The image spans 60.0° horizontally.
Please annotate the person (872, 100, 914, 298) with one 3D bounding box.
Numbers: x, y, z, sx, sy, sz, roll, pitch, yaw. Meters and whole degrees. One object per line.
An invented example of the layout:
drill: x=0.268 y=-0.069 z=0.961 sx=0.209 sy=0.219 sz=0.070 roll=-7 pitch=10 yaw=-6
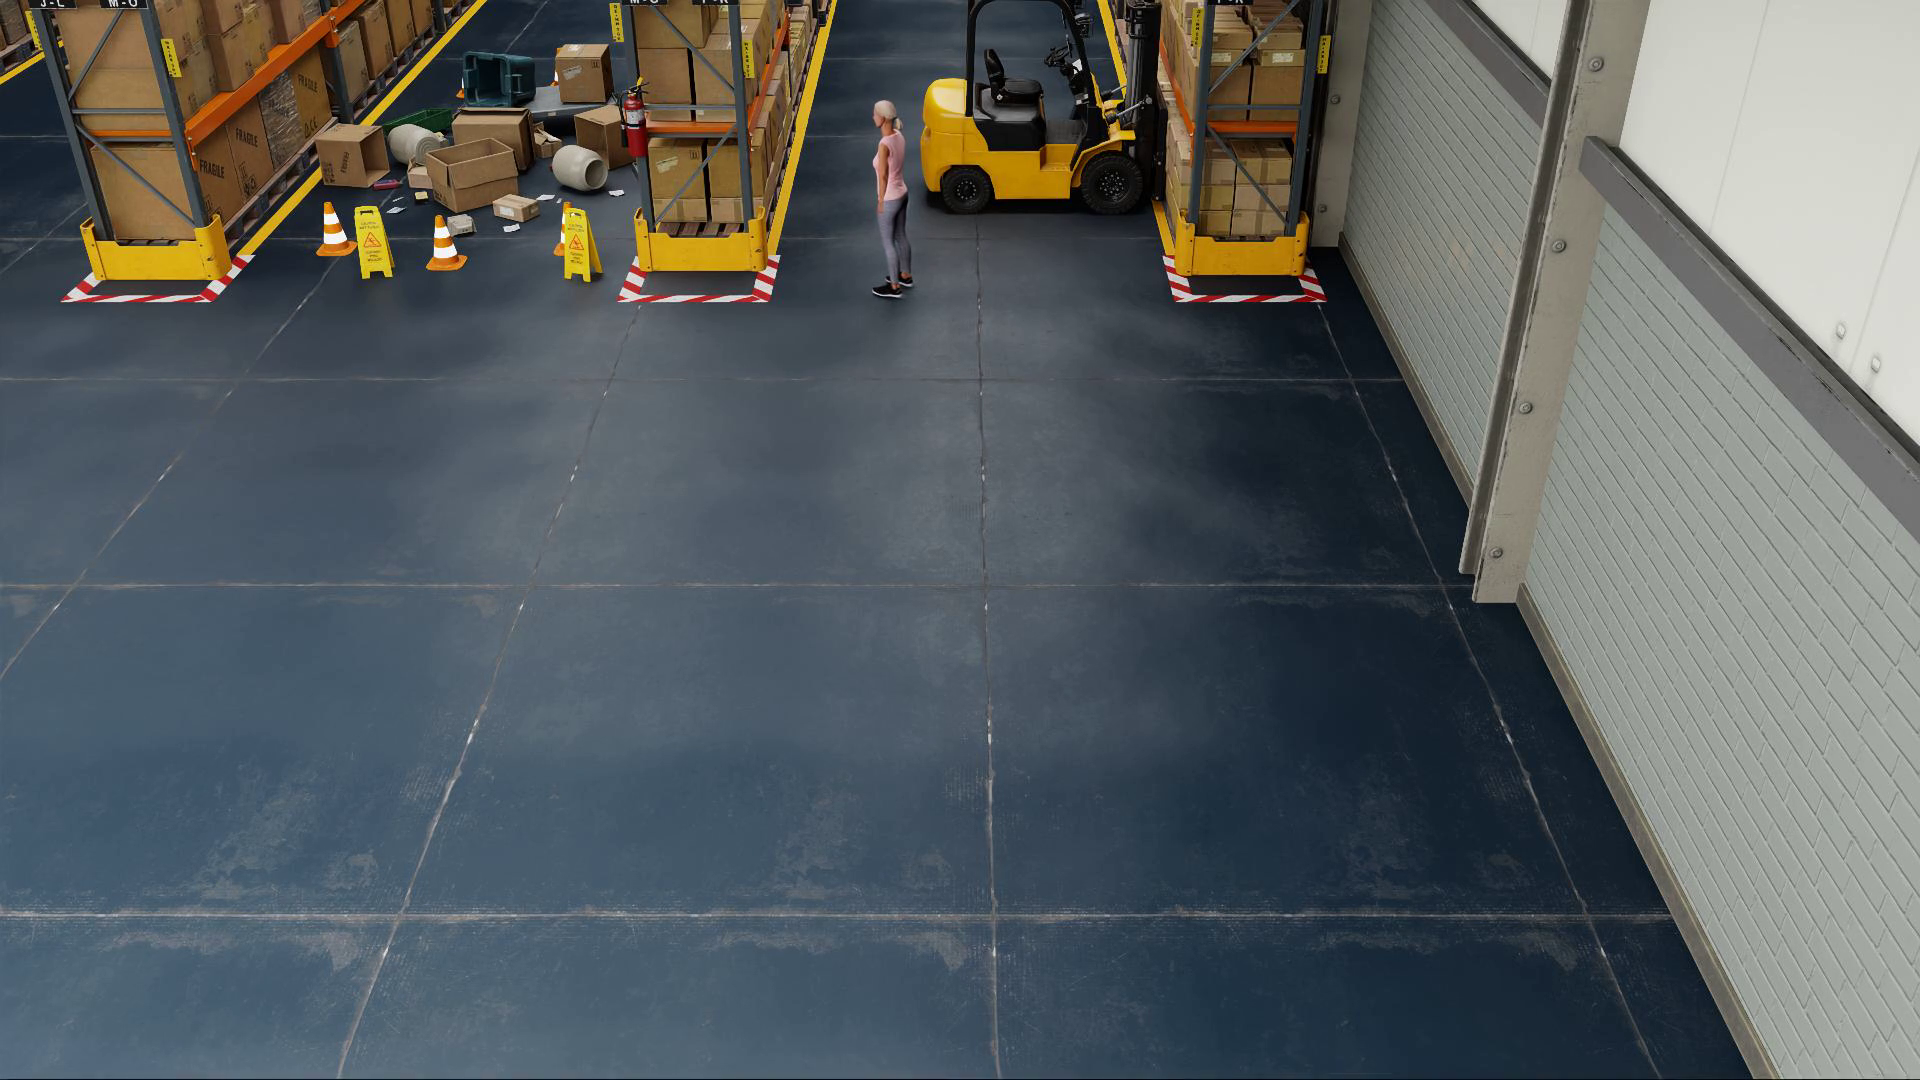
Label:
person: x=-0.586 y=-2.986 z=14.526 sx=0.671 sy=1.721 sz=0.560 roll=13 pitch=34 yaw=19
